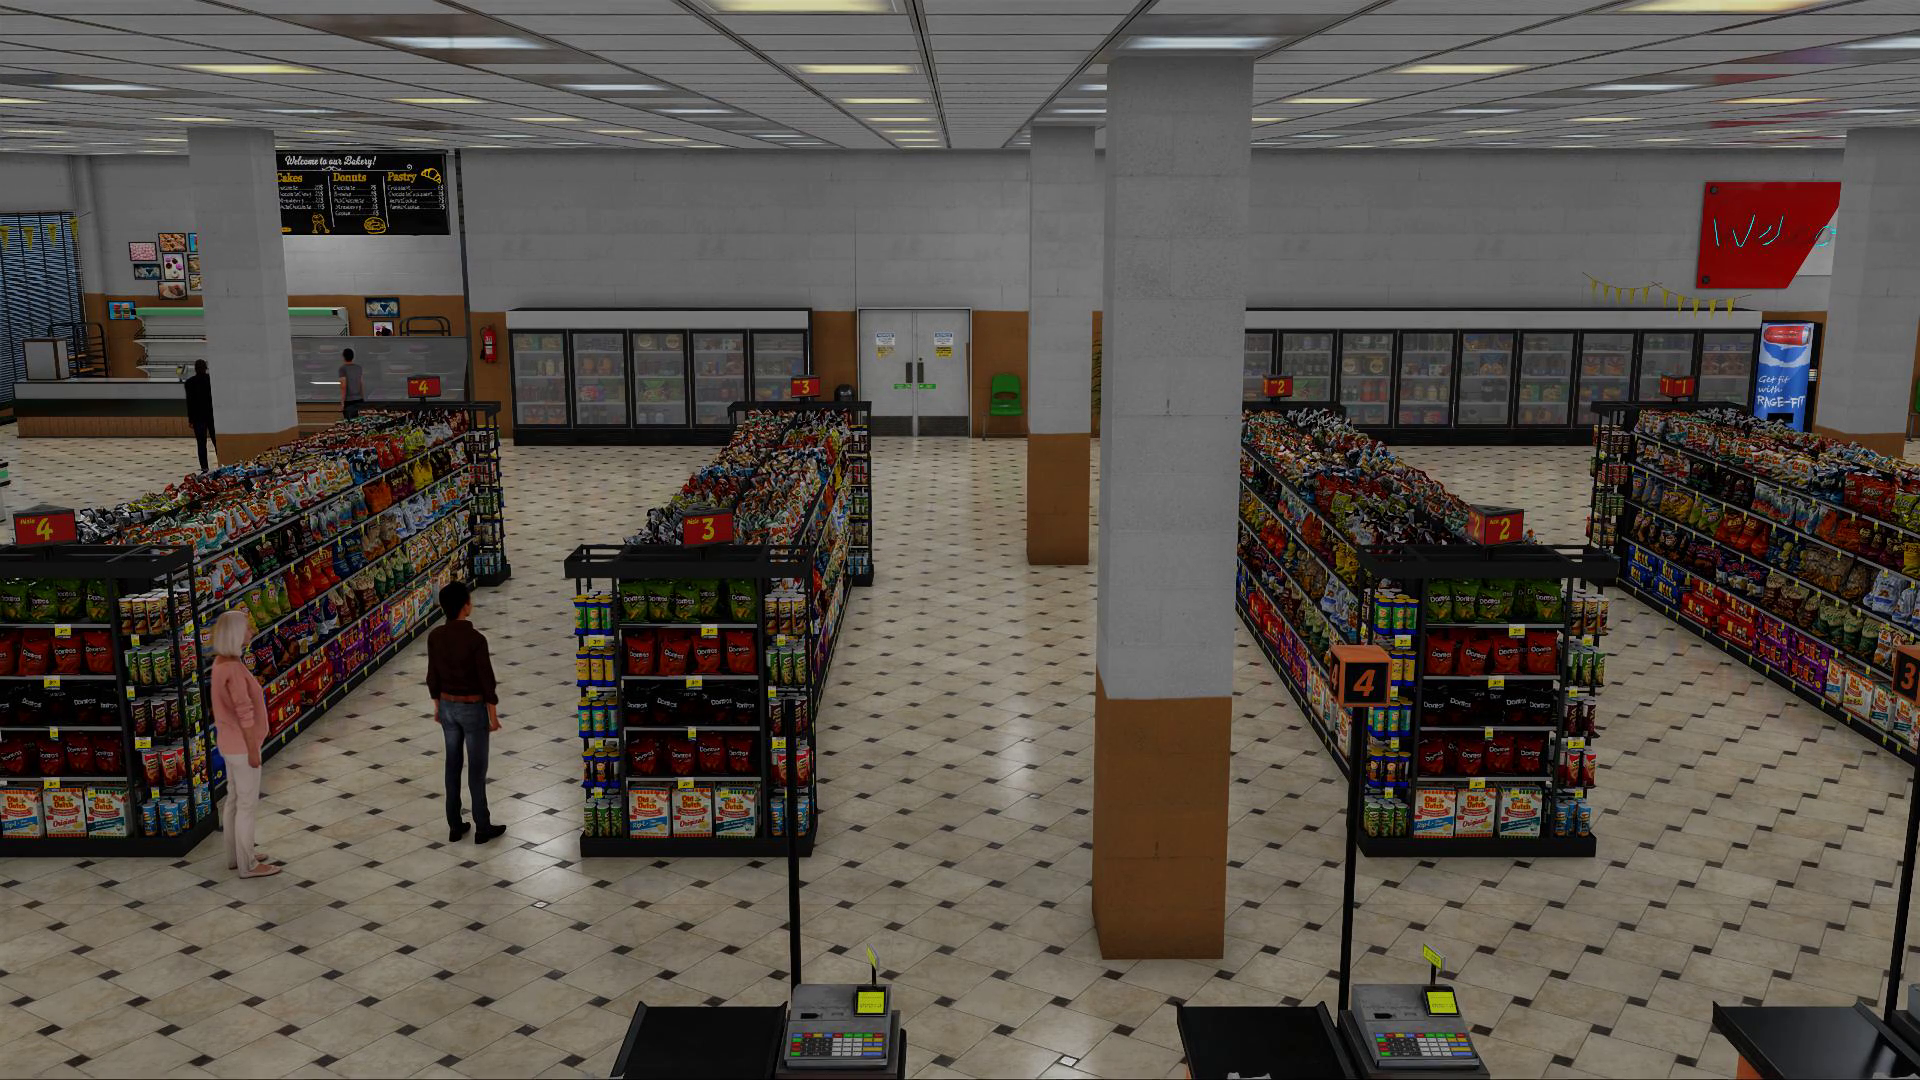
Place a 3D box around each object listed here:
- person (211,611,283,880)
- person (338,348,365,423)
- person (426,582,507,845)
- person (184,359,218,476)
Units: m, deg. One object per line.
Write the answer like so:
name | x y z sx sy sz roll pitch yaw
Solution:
person | -4.593 1.286 10.602 0.742 1.725 0.657 -9 15 -37
person | -10.077 -2.307 27.593 0.773 1.754 0.660 7 14 29
person | -3.321 1.149 11.115 0.706 1.782 0.637 4 12 17
person | -11.420 -1.833 25.190 0.785 1.818 0.826 -10 16 -40
